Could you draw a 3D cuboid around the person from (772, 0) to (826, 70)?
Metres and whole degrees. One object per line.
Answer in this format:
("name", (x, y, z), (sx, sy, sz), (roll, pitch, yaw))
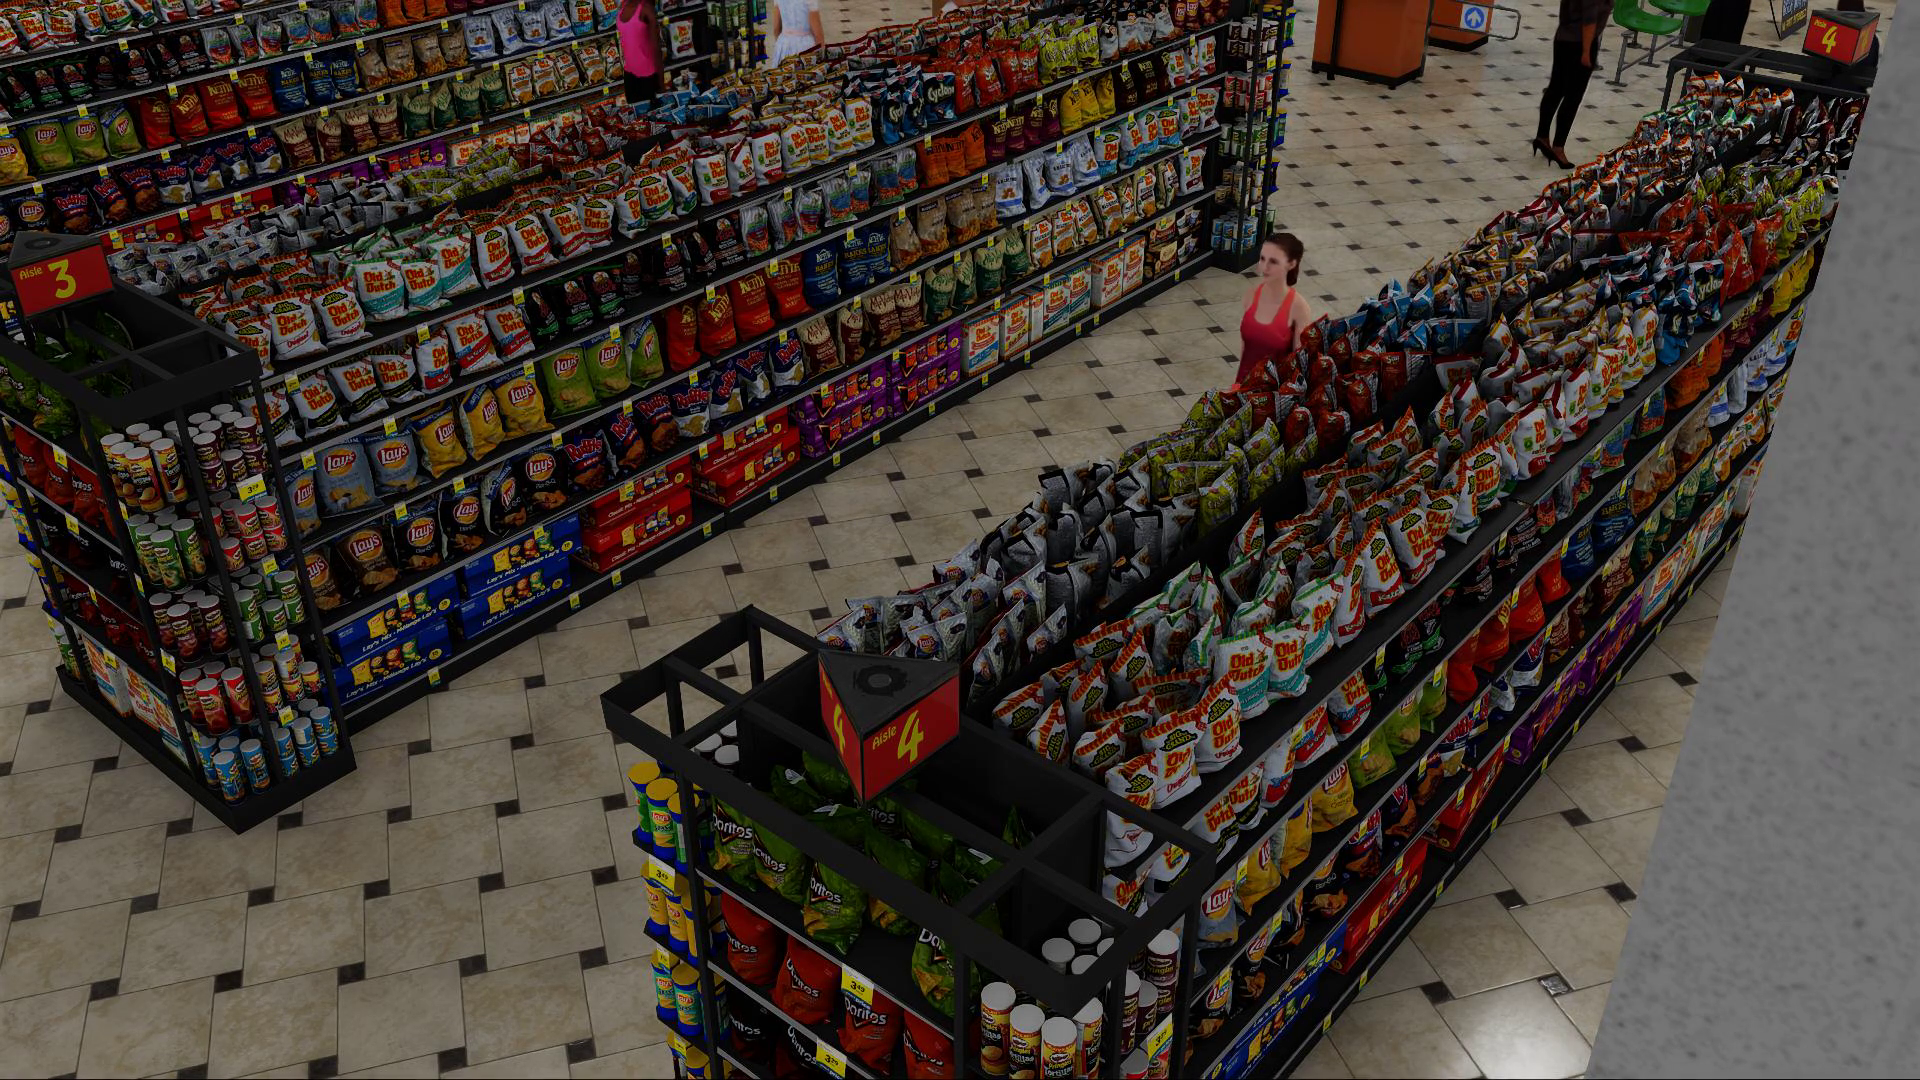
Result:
("person", (-1.249, -3.690, 12.957), (0.760, 1.813, 0.787), (16, 35, 23))

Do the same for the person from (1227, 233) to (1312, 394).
("person", (1.582, -0.705, 8.266), (0.588, 1.700, 1.154), (25, 40, 34))

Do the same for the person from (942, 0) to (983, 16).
("person", (0.029, -3.581, 12.850), (0.562, 1.742, 0.691), (-16, 35, -24))

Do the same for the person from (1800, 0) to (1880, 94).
("person", (6.058, -2.912, 11.697), (0.760, 1.824, 0.841), (-5, 32, -9))

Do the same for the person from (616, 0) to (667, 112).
("person", (-2.392, -3.625, 12.951), (0.558, 1.709, 0.869), (24, 39, 33))

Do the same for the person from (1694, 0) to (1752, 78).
("person", (5.850, -3.413, 12.981), (0.827, 1.316, 0.648), (11, 34, 17))

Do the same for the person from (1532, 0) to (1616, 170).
("person", (4.908, -3.922, 13.303), (0.804, 1.840, 0.744), (-3, 32, -5))
